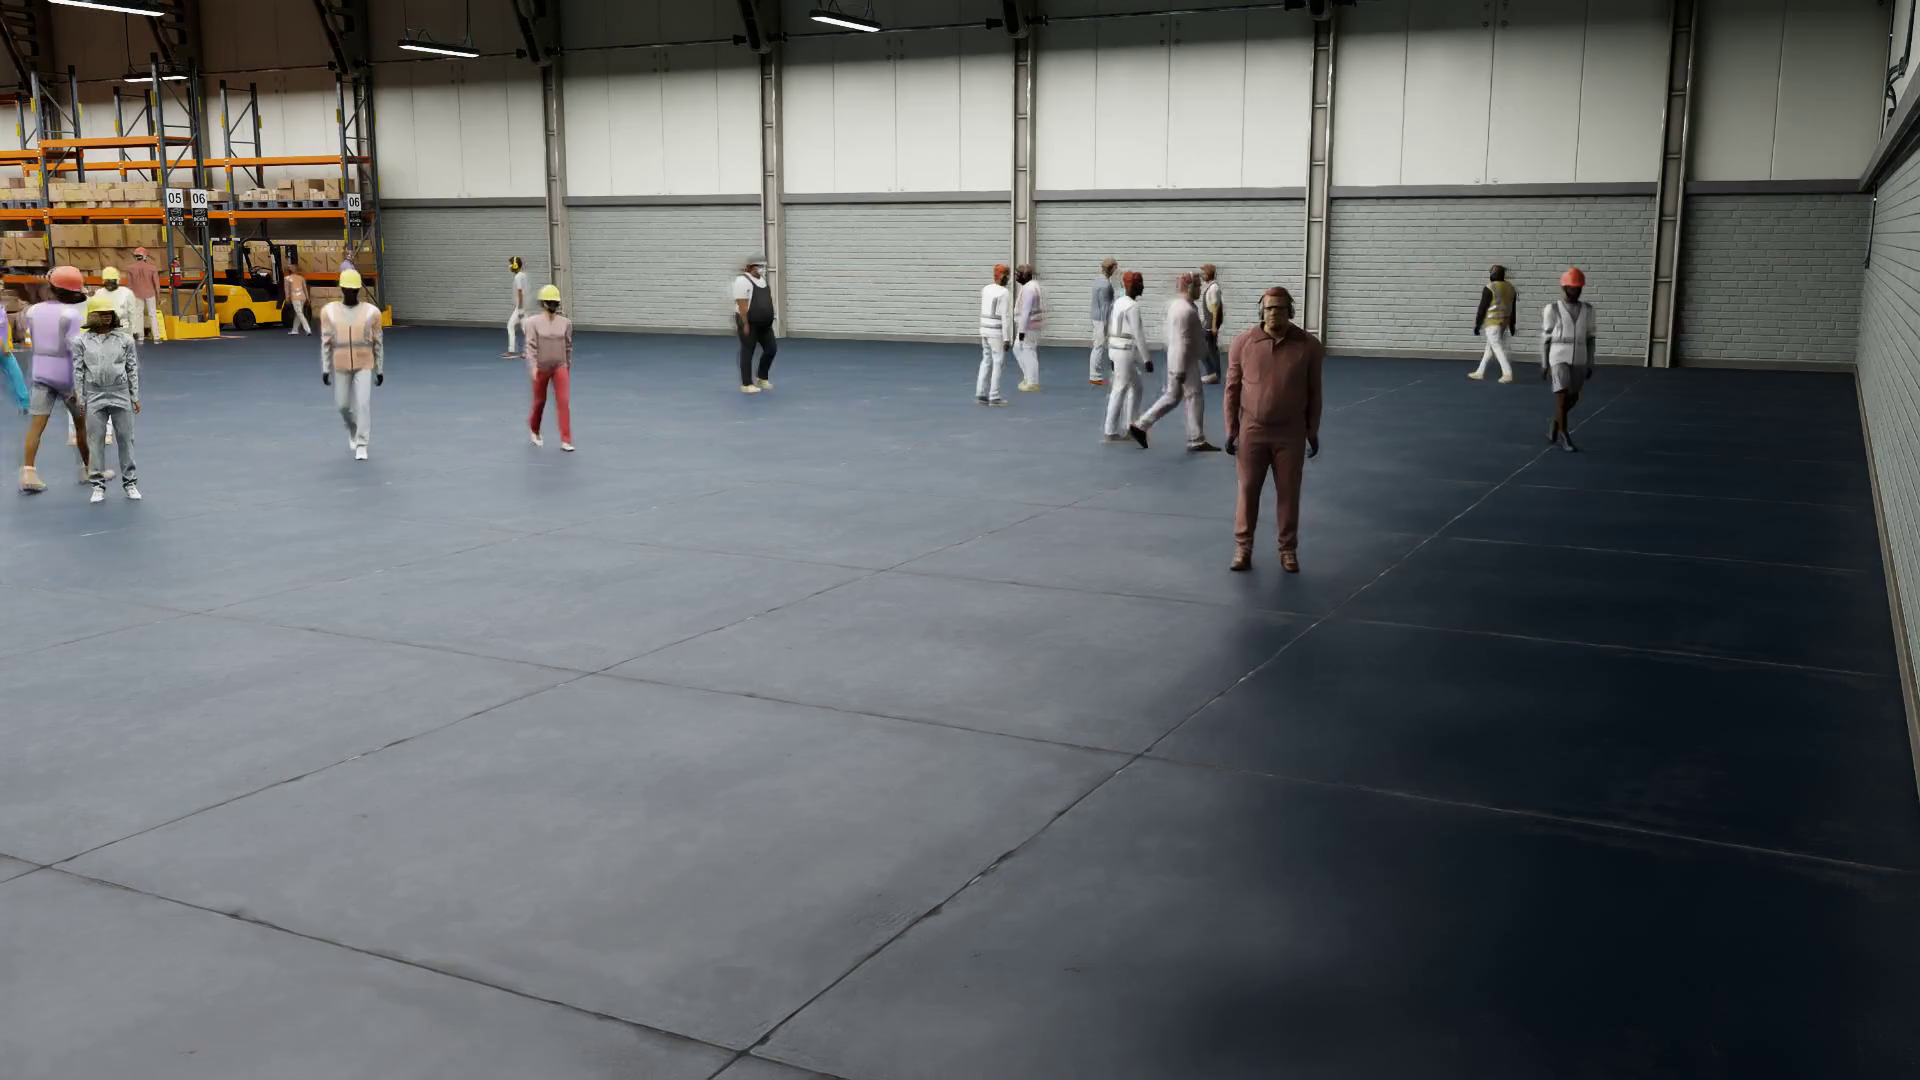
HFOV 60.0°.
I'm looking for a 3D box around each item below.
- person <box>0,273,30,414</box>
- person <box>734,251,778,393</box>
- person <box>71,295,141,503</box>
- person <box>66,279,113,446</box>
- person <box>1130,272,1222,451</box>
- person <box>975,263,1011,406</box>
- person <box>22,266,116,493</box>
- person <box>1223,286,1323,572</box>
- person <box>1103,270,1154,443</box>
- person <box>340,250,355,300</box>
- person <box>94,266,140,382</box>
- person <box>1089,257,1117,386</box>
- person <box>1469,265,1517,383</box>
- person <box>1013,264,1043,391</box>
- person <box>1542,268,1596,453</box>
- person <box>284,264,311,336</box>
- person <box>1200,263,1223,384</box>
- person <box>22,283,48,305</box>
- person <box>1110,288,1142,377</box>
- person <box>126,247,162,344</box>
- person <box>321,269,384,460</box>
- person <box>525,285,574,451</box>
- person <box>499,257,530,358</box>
[{"bbox_3d":[-12.026,-2.428,20.670,1.000,1.799,0.562,-2,11,-12],"label":"person"},{"bbox_3d":[-2.911,-3.114,23.725,0.539,2.000,0.699,7,12,32],"label":"person"},{"bbox_3d":[-7.196,-1.192,14.050,0.493,1.745,0.290,-6,12,-31],"label":"person"},{"bbox_3d":[-9.386,-1.919,17.780,0.627,1.835,0.428,-3,11,-17],"label":"person"},{"bbox_3d":[2.250,-1.850,17.300,0.886,1.878,0.651,0,10,-1],"label":"person"},{"bbox_3d":[0.457,-2.691,21.873,0.443,1.872,0.608,-7,12,-32],"label":"person"},{"bbox_3d":[-7.960,-1.415,14.662,0.637,1.975,1.029,2,11,9],"label":"person"},{"bbox_3d":[2.078,-0.730,11.094,0.651,1.906,0.403,2,11,11],"label":"person"},{"bbox_3d":[1.869,-1.964,17.945,0.721,1.858,0.574,-1,10,-7],"label":"person"},{"bbox_3d":[-14.068,-5.739,38.421,0.407,1.903,0.639,-6,12,-29],"label":"person"},{"bbox_3d":[-12.465,-3.152,24.629,0.595,1.797,0.848,-1,10,-8],"label":"person"},{"bbox_3d":[2.130,-3.242,24.762,0.391,1.925,0.624,-1,10,-3],"label":"person"},{"bbox_3d":[8.234,-3.317,25.537,0.641,1.793,0.998,-6,12,-31],"label":"person"},{"bbox_3d":[0.952,-3.060,24.005,0.492,1.825,0.655,1,10,6],"label":"person"},{"bbox_3d":[6.365,-1.901,17.477,0.548,1.915,0.828,-1,10,-3],"label":"person"},{"bbox_3d":[-14.810,-5.373,37.256,0.789,1.596,0.515,5,12,26],"label":"person"},{"bbox_3d":[3.756,-3.256,25.091,0.485,1.822,0.532,2,11,11],"label":"person"},{"bbox_3d":[-22.708,-6.176,40.827,0.507,1.886,0.660,5,12,27],"label":"person"},{"bbox_3d":[2.678,-3.412,26.348,0.611,1.669,0.563,4,11,22],"label":"person"},{"bbox_3d":[-16.837,-5.034,34.330,0.623,1.987,0.394,-4,11,-20],"label":"person"},{"bbox_3d":[-6.129,-1.785,16.825,0.604,1.908,0.715,-2,11,-13],"label":"person"},{"bbox_3d":[-4.336,-1.818,17.499,0.521,1.734,0.819,-6,12,-30],"label":"person"},{"bbox_3d":[-8.126,-4.220,30.285,0.759,1.841,0.576,0,10,-3],"label":"person"}]
